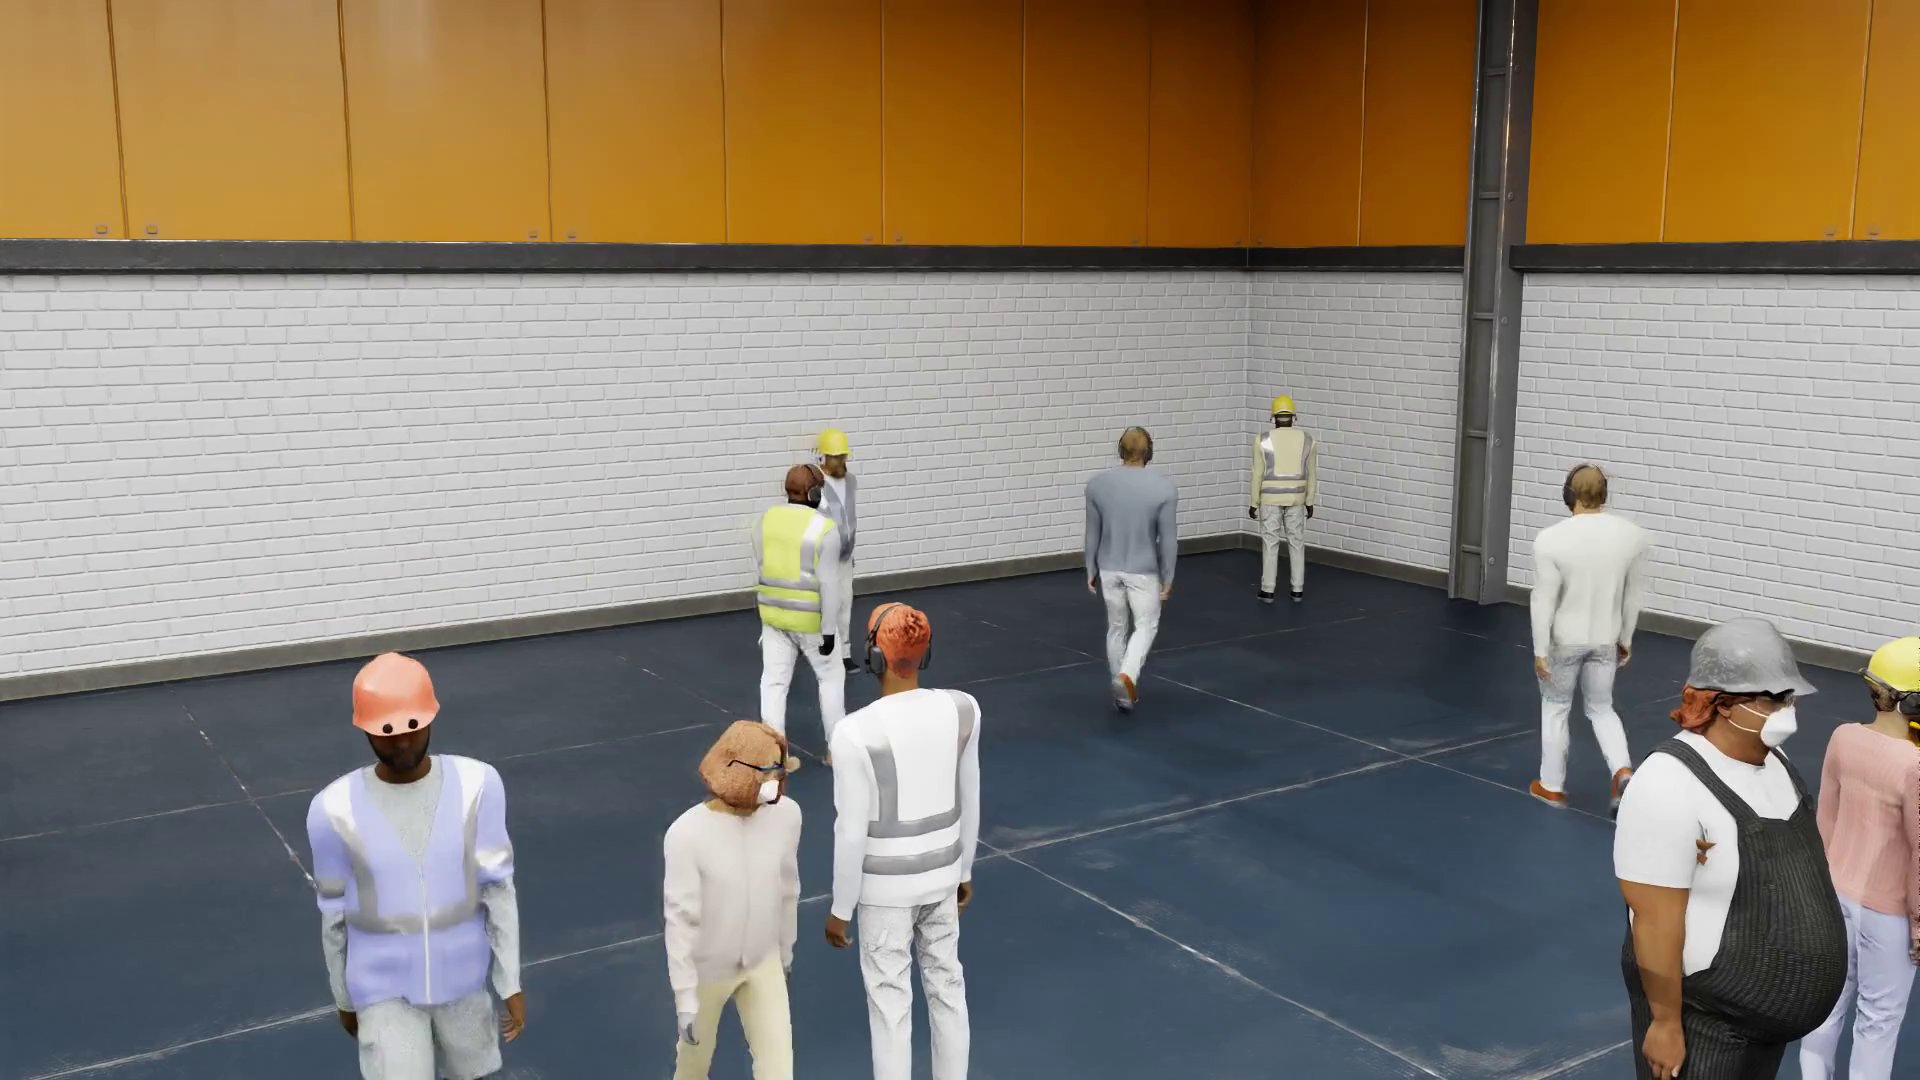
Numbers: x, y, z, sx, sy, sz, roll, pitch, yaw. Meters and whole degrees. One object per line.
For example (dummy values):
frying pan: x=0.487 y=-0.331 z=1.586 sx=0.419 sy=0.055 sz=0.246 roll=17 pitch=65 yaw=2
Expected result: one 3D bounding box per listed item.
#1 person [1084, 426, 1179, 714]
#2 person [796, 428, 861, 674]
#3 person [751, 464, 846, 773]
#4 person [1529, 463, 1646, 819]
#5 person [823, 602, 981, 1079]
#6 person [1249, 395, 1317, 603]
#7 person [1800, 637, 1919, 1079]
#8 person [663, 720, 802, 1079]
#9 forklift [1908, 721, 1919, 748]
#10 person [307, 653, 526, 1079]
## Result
person: x=1.088 y=0.219 z=10.874 sx=0.640 sy=1.923 sz=0.670 roll=4 pitch=10 yaw=23
person: x=-1.012 y=0.070 z=12.078 sx=0.625 sy=1.807 sz=0.622 roll=8 pitch=12 yaw=39
person: x=-0.889 y=0.452 z=9.757 sx=0.648 sy=1.810 sz=0.797 roll=5 pitch=11 yaw=28
person: x=3.342 y=0.548 z=8.871 sx=0.637 sy=1.923 sz=0.742 roll=-1 pitch=9 yaw=-7
person: x=-0.183 y=1.133 z=5.456 sx=0.572 sy=1.883 sz=0.355 roll=-7 pitch=12 yaw=-37
person: x=2.826 y=-0.361 z=14.615 sx=0.599 sy=1.827 sz=0.403 roll=-1 pitch=9 yaw=-6
person: x=3.038 y=1.185 z=5.495 sx=0.331 sy=1.768 sz=0.526 roll=-1 pitch=10 yaw=-8
person: x=-0.644 y=1.343 z=5.044 sx=0.535 sy=1.585 sz=0.878 roll=-7 pitch=11 yaw=-34
forklift: x=5.511 y=0.571 z=7.906 sx=2.313 sy=2.155 sz=1.214 roll=-6 pitch=11 yaw=-33
person: x=-1.582 y=1.225 z=4.825 sx=0.540 sy=1.915 sz=0.831 roll=-5 pitch=11 yaw=-27
